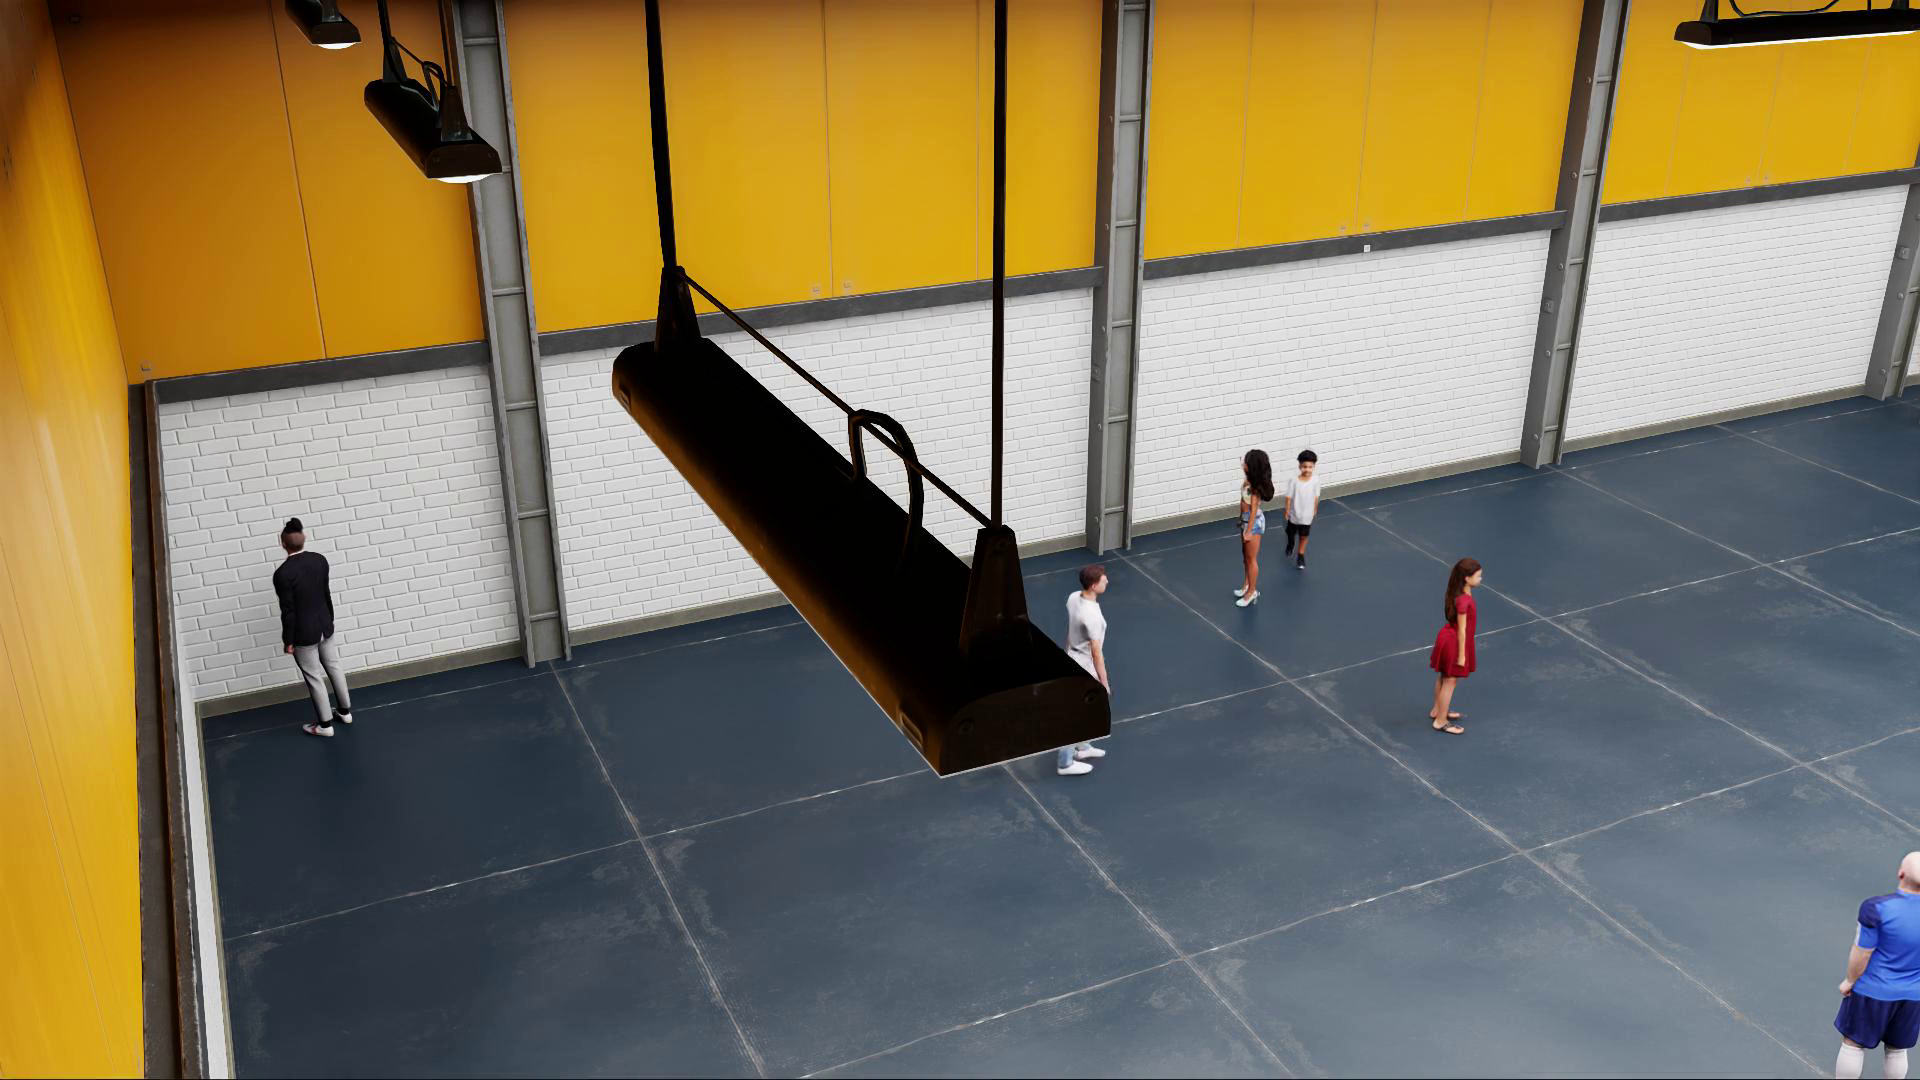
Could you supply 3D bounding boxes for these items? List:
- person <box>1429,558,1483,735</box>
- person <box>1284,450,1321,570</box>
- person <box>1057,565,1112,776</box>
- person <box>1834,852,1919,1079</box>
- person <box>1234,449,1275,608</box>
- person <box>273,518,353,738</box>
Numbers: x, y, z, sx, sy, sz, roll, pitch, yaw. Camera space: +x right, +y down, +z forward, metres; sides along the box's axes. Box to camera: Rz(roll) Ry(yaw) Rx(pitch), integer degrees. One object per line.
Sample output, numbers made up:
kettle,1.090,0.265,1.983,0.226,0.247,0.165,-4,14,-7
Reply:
person,4.187,0.868,14.071,0.731,1.552,0.672,3,24,7
person,3.530,-0.351,17.230,0.693,1.255,0.716,2,24,4
person,0.896,1.055,13.292,0.754,1.832,0.735,-6,24,-13
person,5.423,2.611,9.722,0.690,1.842,0.817,1,24,3
person,2.853,-0.135,16.275,0.684,1.624,0.656,0,24,1
person,-5.436,0.712,13.927,0.853,1.954,0.768,11,26,23
